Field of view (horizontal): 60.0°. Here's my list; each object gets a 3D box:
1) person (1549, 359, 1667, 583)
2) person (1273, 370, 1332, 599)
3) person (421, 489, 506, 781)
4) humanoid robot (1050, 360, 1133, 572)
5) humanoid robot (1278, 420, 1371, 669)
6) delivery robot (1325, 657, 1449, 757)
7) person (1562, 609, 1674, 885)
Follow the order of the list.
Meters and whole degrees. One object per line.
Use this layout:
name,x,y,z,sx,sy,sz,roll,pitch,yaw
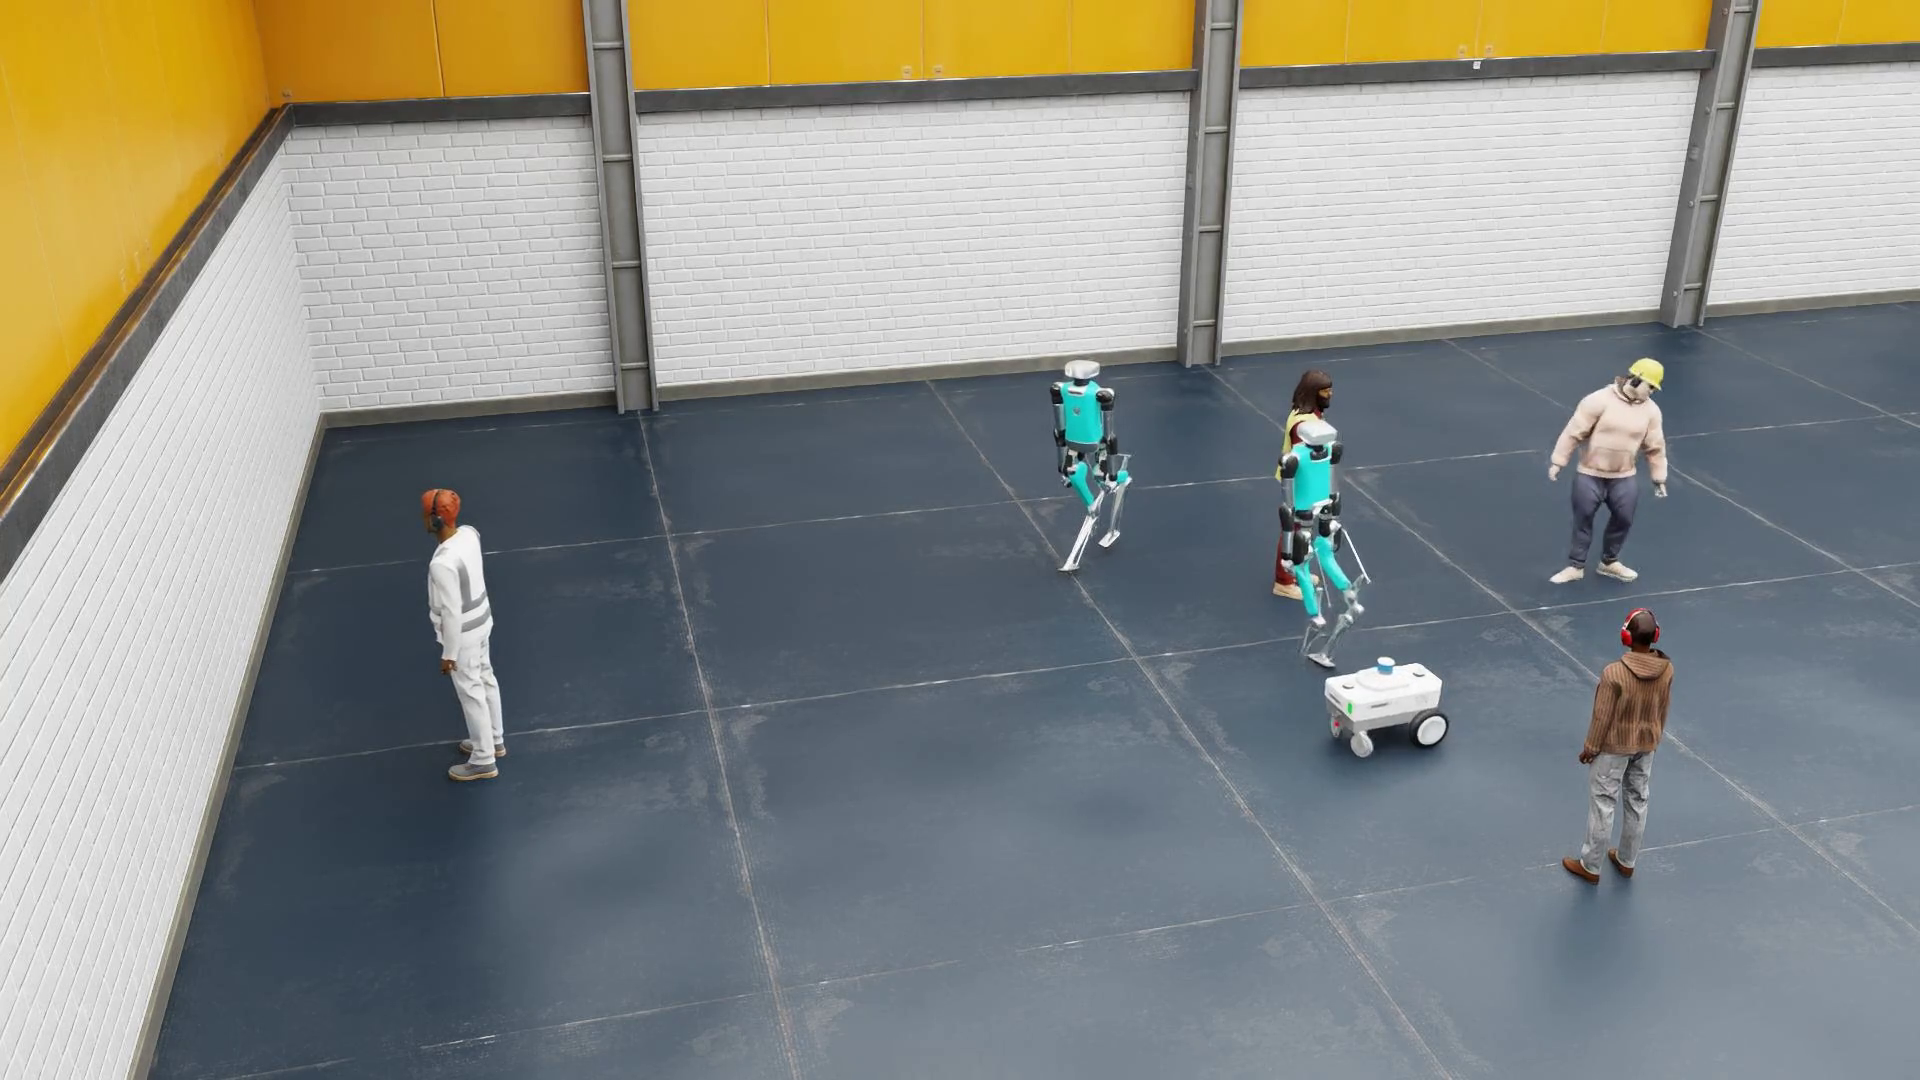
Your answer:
person,4.891,-0.516,12.614,0.856,1.822,0.411,4,24,8
person,2.556,-0.426,12.471,0.363,1.766,0.469,9,25,20
person,-3.014,0.571,10.064,0.357,1.881,0.573,1,24,2
humanoid robot,1.063,-0.607,12.967,0.562,1.744,1.064,15,28,30
humanoid robot,2.503,0.135,11.341,0.546,1.873,0.713,-15,28,-31
delivery robot,2.736,1.047,10.649,0.783,0.612,0.525,-8,25,-17
person,3.619,1.138,9.059,0.455,1.648,0.336,-6,24,-13
